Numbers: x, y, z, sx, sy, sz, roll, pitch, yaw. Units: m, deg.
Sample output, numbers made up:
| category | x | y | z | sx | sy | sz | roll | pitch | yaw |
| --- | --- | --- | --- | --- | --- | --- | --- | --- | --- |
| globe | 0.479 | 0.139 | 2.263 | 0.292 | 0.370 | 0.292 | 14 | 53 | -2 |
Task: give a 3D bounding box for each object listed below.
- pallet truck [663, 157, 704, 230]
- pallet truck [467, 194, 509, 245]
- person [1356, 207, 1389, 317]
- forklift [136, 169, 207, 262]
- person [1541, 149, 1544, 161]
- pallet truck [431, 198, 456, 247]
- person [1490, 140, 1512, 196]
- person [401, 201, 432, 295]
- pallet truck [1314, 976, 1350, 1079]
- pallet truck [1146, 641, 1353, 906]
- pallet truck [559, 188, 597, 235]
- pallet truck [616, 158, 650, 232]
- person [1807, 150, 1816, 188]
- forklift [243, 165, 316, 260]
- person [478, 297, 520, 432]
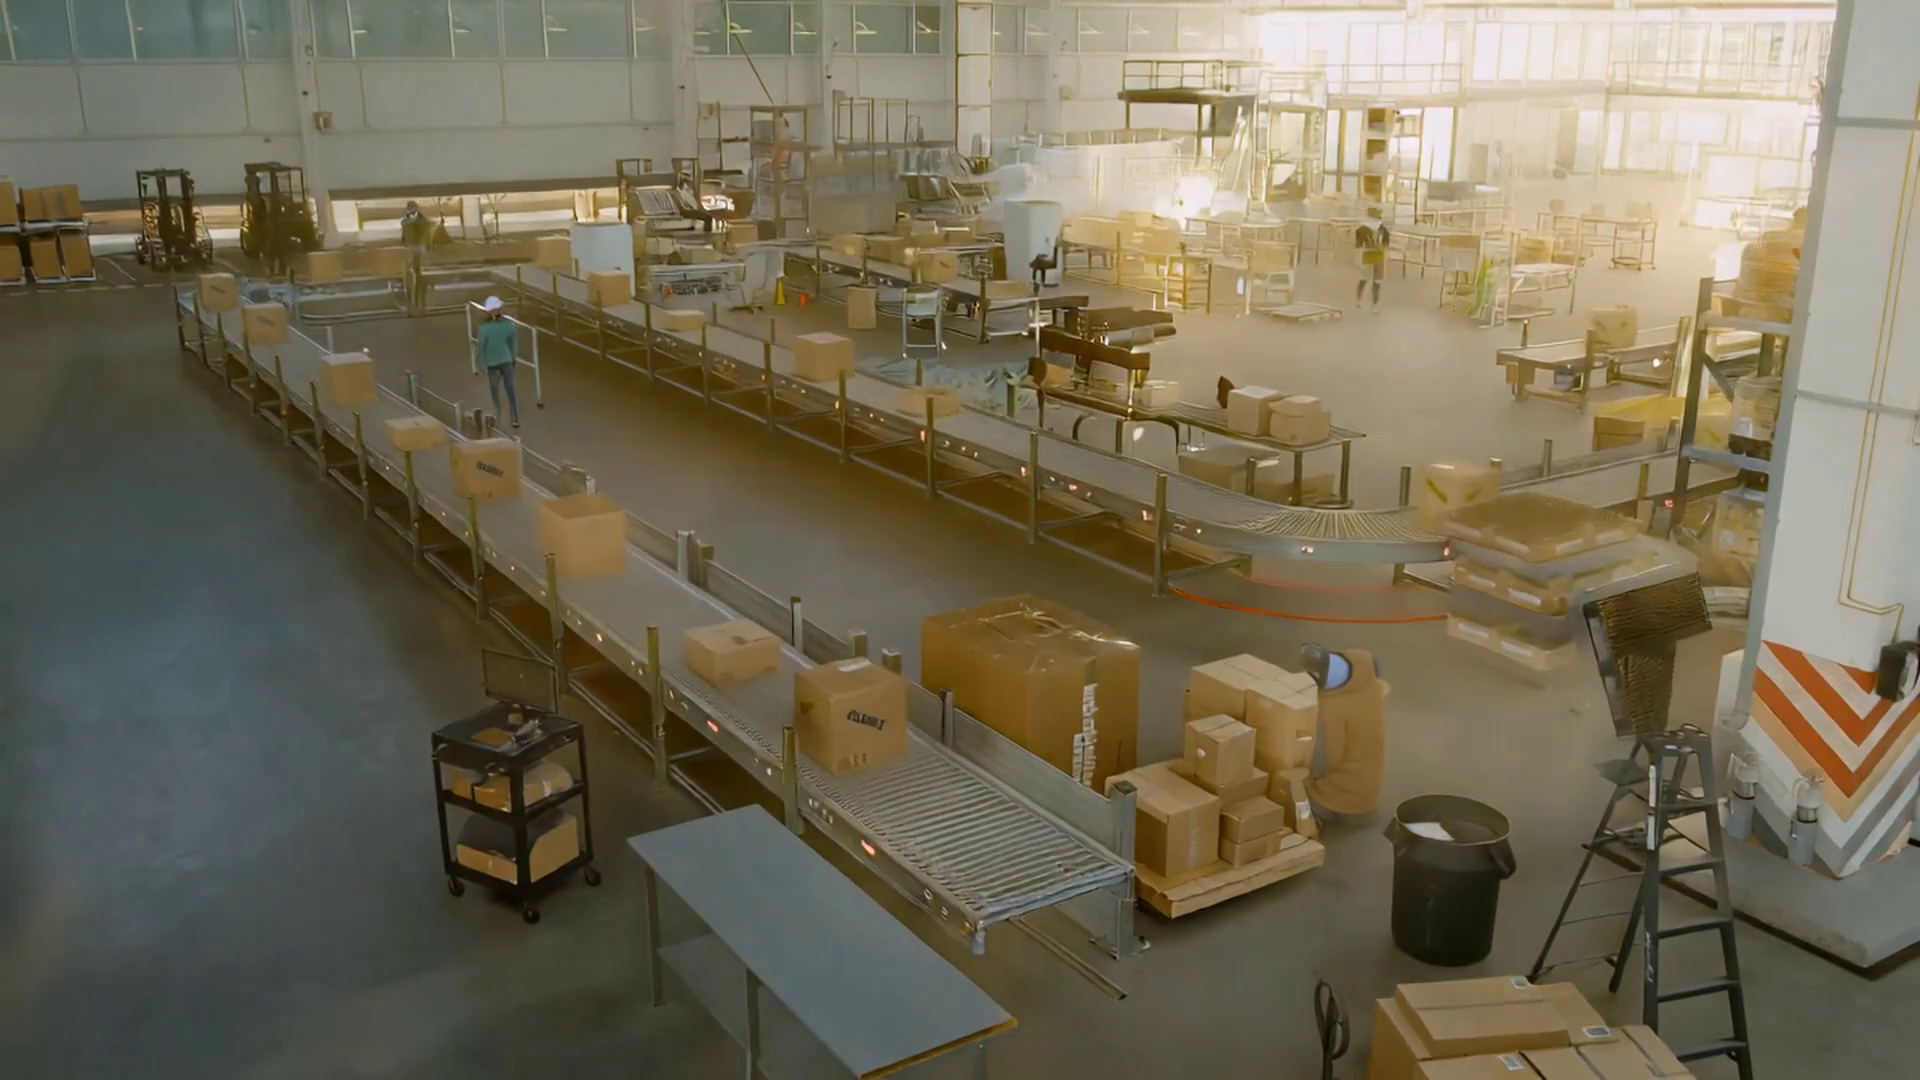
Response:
| category | x | y | z | sx | sy | sz | roll | pitch | yaw |
| --- | --- | --- | --- | --- | --- | --- | --- | --- | --- |
| pallet truck | -7.586 | -9.308 | 44.692 | 0.823 | 1.965 | 1.885 | -11 | 20 | -33 |
| pallet truck | -11.983 | -8.177 | 42.137 | 0.704 | 1.261 | 1.522 | -11 | 20 | -33 |
| person | 7.658 | -5.214 | 31.034 | 0.620 | 2.019 | 0.803 | -1 | 17 | -4 |
| forklift | -17.842 | -7.318 | 37.559 | 1.157 | 1.987 | 2.680 | -10 | 20 | -31 |
| person | 21.823 | -14.480 | 62.509 | 0.507 | 1.632 | 0.277 | 10 | 19 | 29 |
| pallet truck | -13.250 | -8.060 | 41.856 | 0.680 | 1.201 | 1.601 | -10 | 20 | -31 |
| person | 17.809 | -12.267 | 54.864 | 0.855 | 1.818 | 0.513 | 8 | 18 | 24 |
| person | -10.935 | -5.917 | 33.611 | 0.655 | 1.887 | 0.798 | 6 | 18 | 20 |
| pallet truck | 2.299 | 2.390 | 7.086 | 1.601 | 1.201 | 0.680 | -2 | 17 | -7 |
| pallet truck | 1.664 | 1.407 | 10.232 | 1.630 | 1.274 | 0.653 | -10 | 20 | -31 |
| pallet truck | -10.010 | -8.652 | 43.699 | 0.653 | 1.274 | 1.630 | -10 | 20 | -31 |
| pallet truck | -8.918 | -9.176 | 44.255 | 0.823 | 1.965 | 1.885 | -9 | 19 | -27 |
| person | 27.193 | -11.695 | 52.691 | 0.613 | 1.962 | 0.362 | 11 | 20 | 33 |
| forklift | -15.898 | -7.669 | 38.708 | 1.157 | 1.987 | 2.680 | -11 | 20 | -33 |
| person | -6.024 | -2.293 | 21.747 | 0.533 | 1.768 | 0.310 | -13 | 21 | -37 |
